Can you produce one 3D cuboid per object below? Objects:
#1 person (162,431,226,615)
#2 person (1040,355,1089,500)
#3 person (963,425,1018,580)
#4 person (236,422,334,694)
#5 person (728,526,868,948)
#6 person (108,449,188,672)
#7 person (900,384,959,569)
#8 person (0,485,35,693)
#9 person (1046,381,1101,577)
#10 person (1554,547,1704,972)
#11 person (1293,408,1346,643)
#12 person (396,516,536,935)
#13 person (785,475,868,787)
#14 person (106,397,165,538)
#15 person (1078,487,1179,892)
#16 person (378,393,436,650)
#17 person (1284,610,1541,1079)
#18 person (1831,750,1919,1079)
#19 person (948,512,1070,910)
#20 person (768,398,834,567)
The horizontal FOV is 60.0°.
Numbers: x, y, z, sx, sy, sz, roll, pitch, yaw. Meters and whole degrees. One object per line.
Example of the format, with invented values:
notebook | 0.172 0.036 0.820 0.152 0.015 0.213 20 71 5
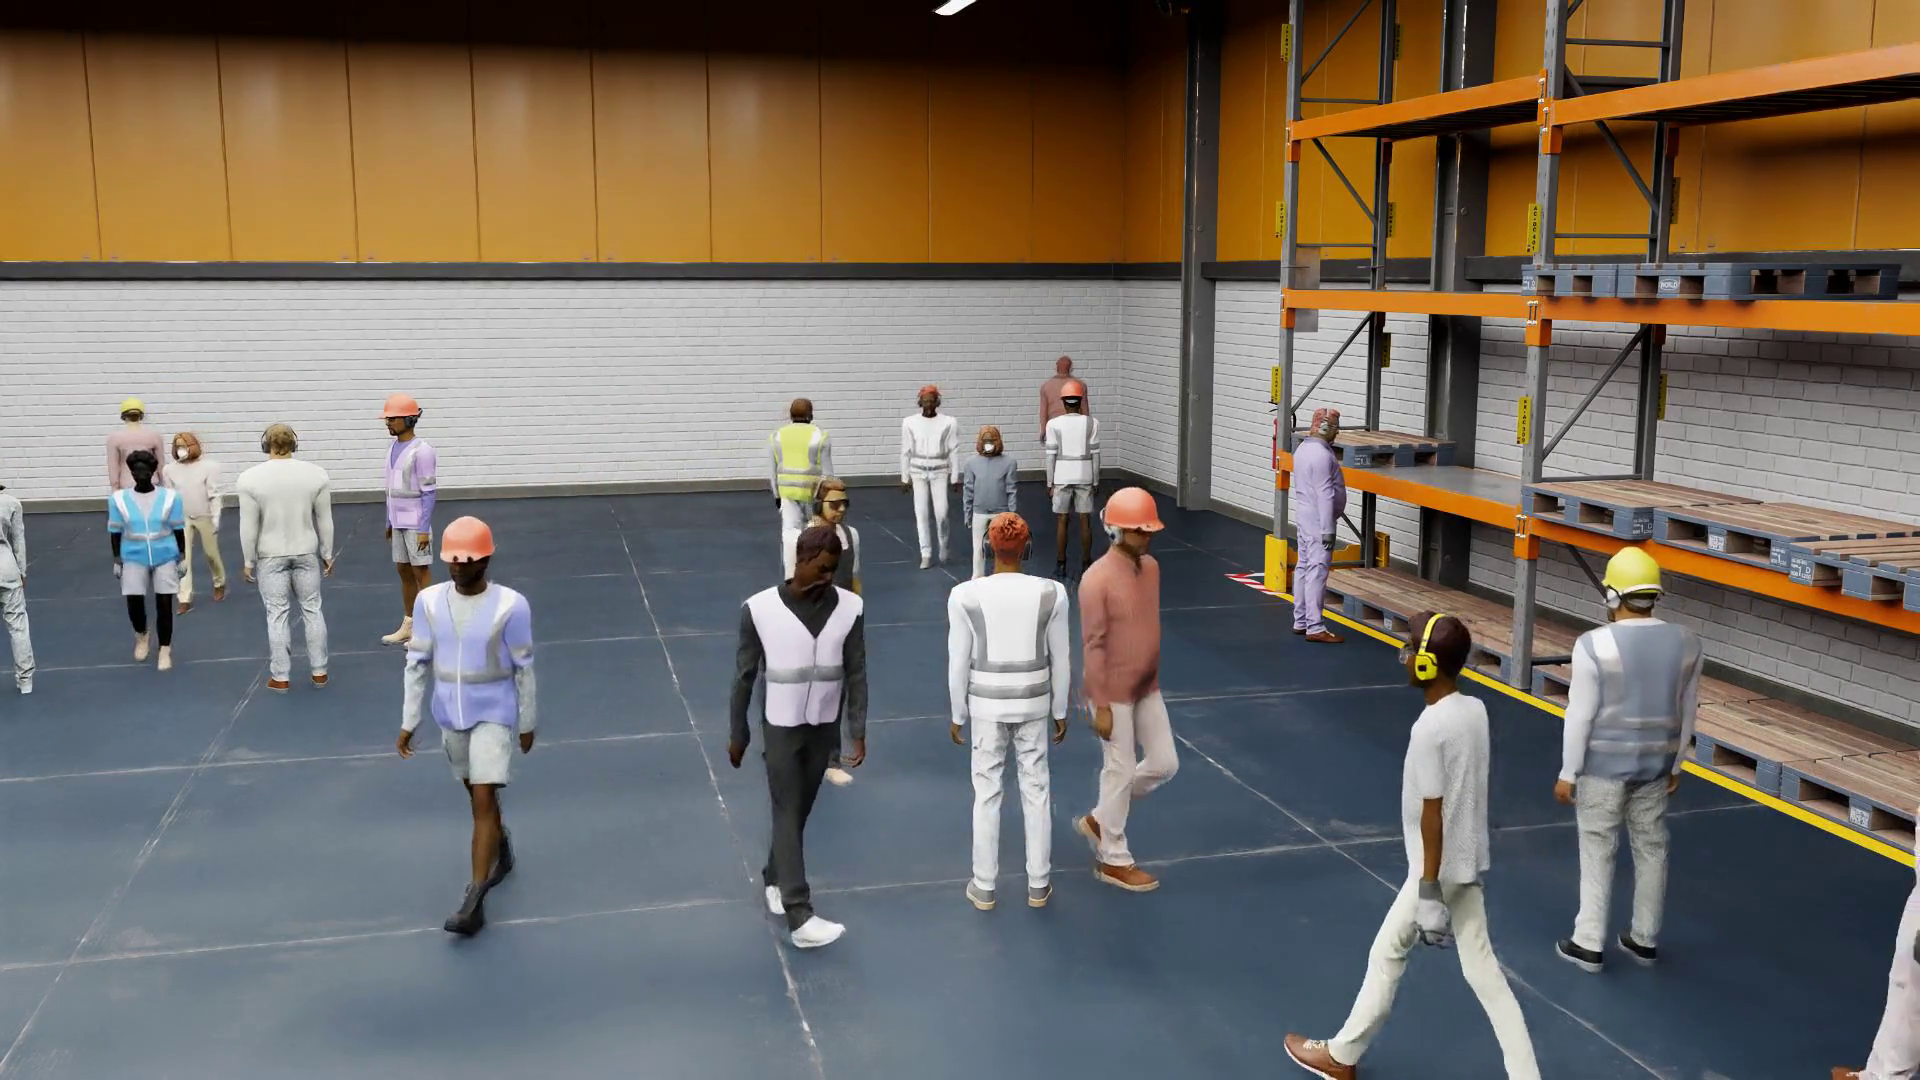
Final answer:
person | -6.828 -0.188 14.857 0.498 1.599 0.824 -2 9 -10
person | 1.391 -1.482 21.999 0.645 1.908 0.403 2 9 11
person | 0.277 -0.226 15.032 0.496 1.626 0.286 1 9 6
person | -4.791 0.125 11.863 0.635 1.936 0.354 -6 11 -33
person | -0.699 0.858 7.551 0.614 1.854 0.897 -6 11 -33
person | -6.082 0.153 12.491 0.536 1.685 0.377 -4 10 -25
person | -0.313 -0.636 16.805 0.589 1.870 0.403 1 9 7
person | -6.820 0.249 11.690 0.301 1.745 0.483 8 12 40
person | 1.108 -0.594 16.382 0.543 1.928 0.374 0 9 -1
person | 2.839 0.937 7.113 0.594 1.832 0.403 -1 9 -9
person | 2.930 -0.123 13.530 0.407 1.902 0.639 -1 9 -6
person | -2.276 0.812 7.767 0.562 1.885 1.013 1 9 8
person | -0.788 0.530 9.661 0.437 1.834 0.503 9 12 43
person | -8.299 -0.564 16.759 0.538 1.751 0.608 -6 11 -34
person | 0.816 0.717 8.016 0.442 1.974 0.623 8 12 40
person | -4.394 -0.146 13.225 0.608 2.044 0.370 8 12 41
person | 1.678 1.146 5.883 1.001 1.816 0.560 8 12 41
person | 3.414 1.184 5.510 0.655 1.866 1.006 -2 9 -10
person | 0.230 0.803 7.803 0.576 1.882 0.352 -1 9 -5
person | -1.459 -0.432 15.702 0.667 1.818 0.657 2 9 15
